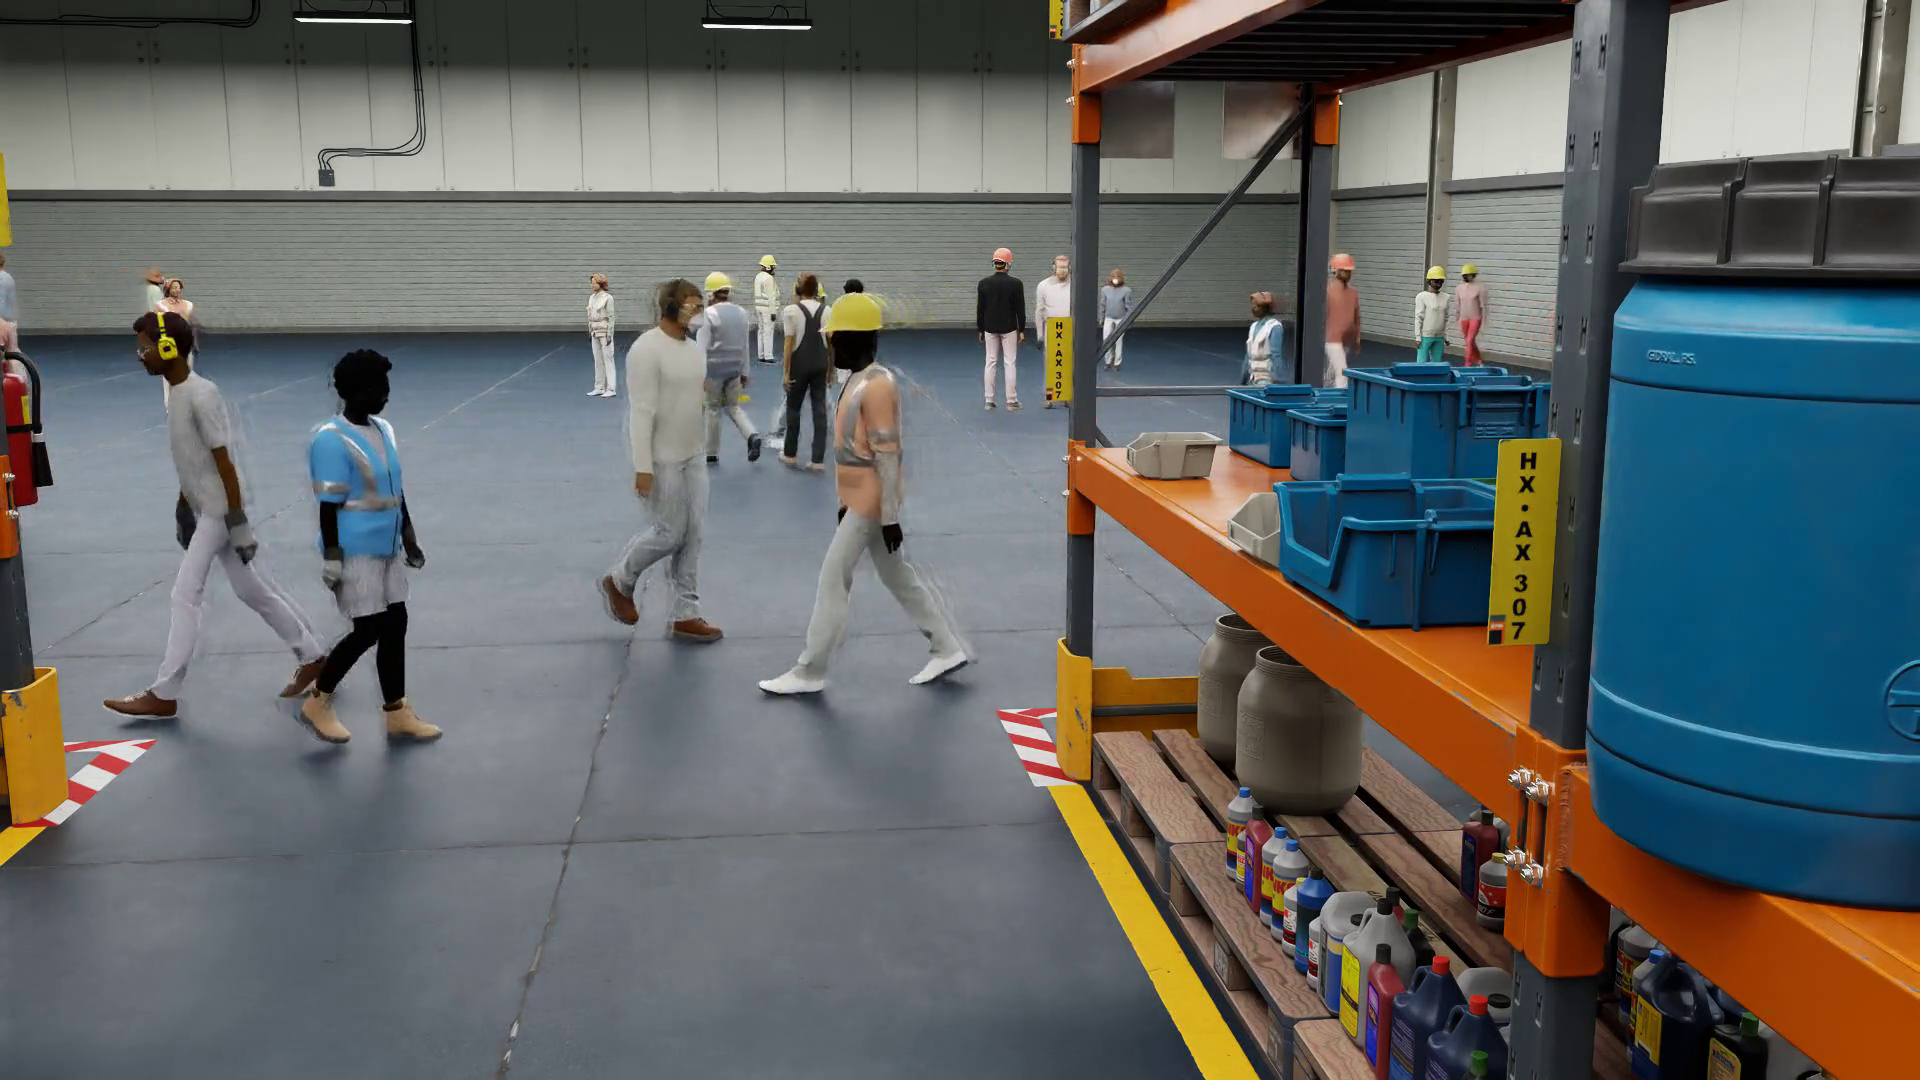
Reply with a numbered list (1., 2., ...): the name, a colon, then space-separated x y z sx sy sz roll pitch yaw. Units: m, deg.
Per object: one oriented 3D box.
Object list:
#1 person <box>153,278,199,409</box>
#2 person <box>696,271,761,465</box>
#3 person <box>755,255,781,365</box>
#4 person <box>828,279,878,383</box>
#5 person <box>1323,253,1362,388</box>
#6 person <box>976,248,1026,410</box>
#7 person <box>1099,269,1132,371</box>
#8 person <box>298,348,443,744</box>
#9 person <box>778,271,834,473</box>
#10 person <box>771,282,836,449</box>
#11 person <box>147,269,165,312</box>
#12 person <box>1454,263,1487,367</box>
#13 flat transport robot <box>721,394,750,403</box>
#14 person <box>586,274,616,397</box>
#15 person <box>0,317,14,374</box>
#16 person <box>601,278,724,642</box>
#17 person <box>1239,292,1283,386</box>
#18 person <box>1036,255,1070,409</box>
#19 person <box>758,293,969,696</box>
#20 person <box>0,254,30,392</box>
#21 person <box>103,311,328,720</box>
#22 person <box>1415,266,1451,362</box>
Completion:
1. person: -9.394 -2.315 19.953 0.309 1.645 0.514 7 12 33
2. person: -2.196 -1.579 15.449 0.670 1.815 0.615 9 13 39
3. person: -3.222 -3.859 27.896 0.403 1.830 0.599 -6 12 -29
4. person: -1.197 -2.005 18.200 0.538 1.667 0.784 -4 11 -19
5. person: 4.282 -2.300 19.025 0.625 1.958 0.995 -7 13 -36
6. person: 0.516 -2.596 20.527 0.622 1.993 0.382 4 11 19
7. person: 2.448 -3.469 26.322 0.523 1.613 0.557 2 11 13
8. person: -2.473 0.035 6.978 0.456 1.678 0.561 2 10 9
9. person: -1.426 -1.548 15.271 0.548 1.810 0.863 -5 11 -24
10. person: -1.505 -1.732 16.628 0.918 1.693 0.500 4 11 23
11. person: -12.986 -3.578 26.950 0.373 1.622 0.506 -7 12 -34
12. person: 8.048 -3.471 26.075 0.792 1.734 0.529 -9 14 -41
13. flat transport robot: -3.334 -1.800 20.894 0.652 0.197 1.431 6 12 30
14. person: -4.794 -2.730 22.236 0.514 1.642 0.310 10 14 43
15. person: -7.182 -0.999 12.084 0.805 1.885 0.663 4 11 22
16. person: -1.568 -0.418 8.793 0.627 1.924 0.651 5 11 24
17. person: 2.721 -1.462 15.317 0.529 1.620 0.552 -3 11 -15
18. person: 1.261 -2.581 20.697 0.642 1.909 0.406 0 10 -1
19. person: -0.417 -0.207 7.769 1.001 1.887 0.601 -2 10 -10
20. person: -12.948 -2.924 22.557 0.371 1.919 0.700 -3 11 -17
21. person: -3.324 -0.112 7.459 0.998 1.817 0.575 -6 12 -32
22. person: 5.942 -2.549 20.904 0.525 1.769 0.316 -5 11 -24
